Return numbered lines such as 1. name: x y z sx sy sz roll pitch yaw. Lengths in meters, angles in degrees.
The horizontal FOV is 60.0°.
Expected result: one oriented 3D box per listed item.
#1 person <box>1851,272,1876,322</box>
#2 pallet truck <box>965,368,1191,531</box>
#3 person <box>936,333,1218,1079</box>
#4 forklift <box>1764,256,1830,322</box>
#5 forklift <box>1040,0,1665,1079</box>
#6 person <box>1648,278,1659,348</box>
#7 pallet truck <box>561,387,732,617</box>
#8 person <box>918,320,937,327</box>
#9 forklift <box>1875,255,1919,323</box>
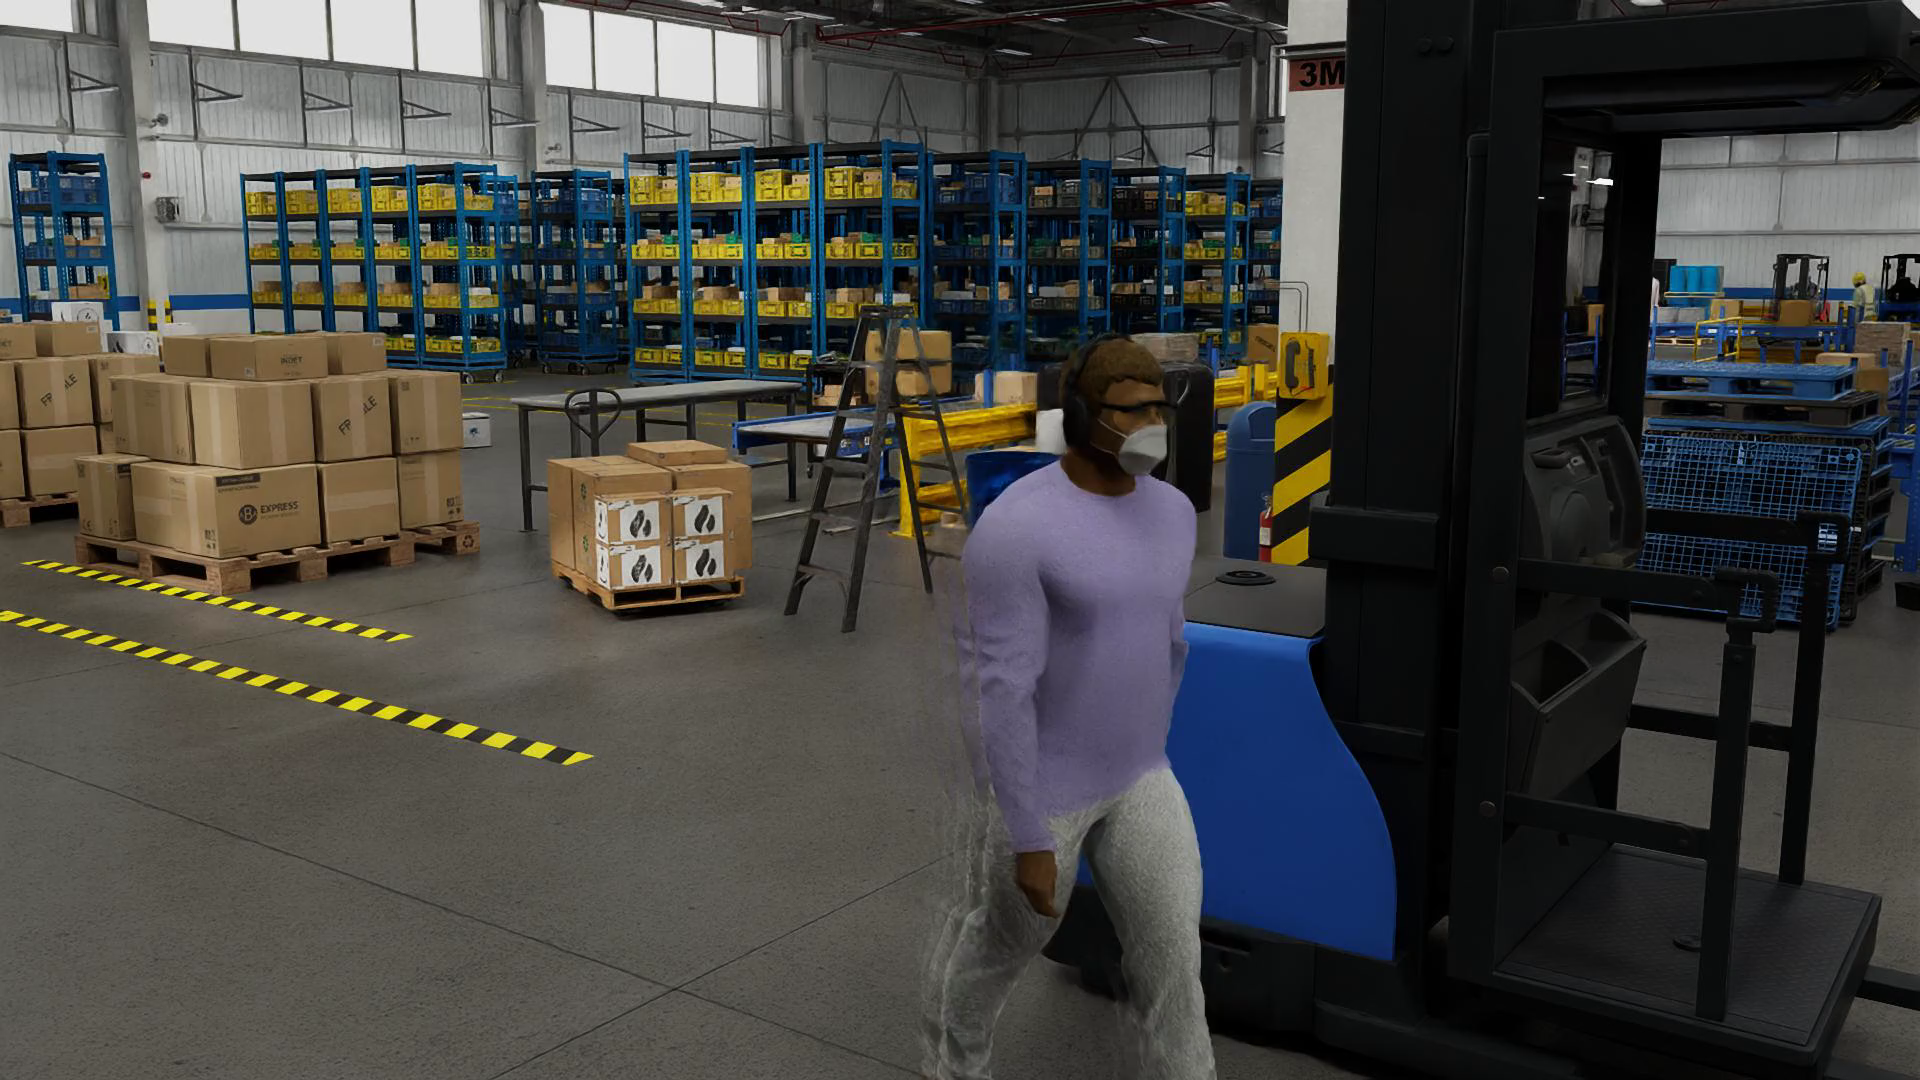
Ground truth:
1. person: 19.139 -4.771 35.239 0.735 1.792 0.405 -5 11 -26
2. pallet truck: 0.845 -0.609 11.869 1.630 1.274 0.653 7 12 35
3. person: 0.267 0.516 3.469 0.643 1.888 1.043 -7 12 -36
4. forklift: 20.253 -5.854 40.139 1.157 1.987 2.680 7 12 35
5. forklift: 1.249 -0.137 4.360 1.873 2.768 1.129 7 12 35
6. person: 15.920 -5.412 38.747 0.692 1.892 0.397 -2 10 -12
7. pallet truck: -1.981 -0.274 10.088 0.680 1.201 1.601 -5 11 -28
8. person: -0.767 -4.890 35.844 0.593 1.801 0.925 9 13 43
9. forklift: 22.089 -5.634 38.796 1.157 1.987 2.680 6 11 33
